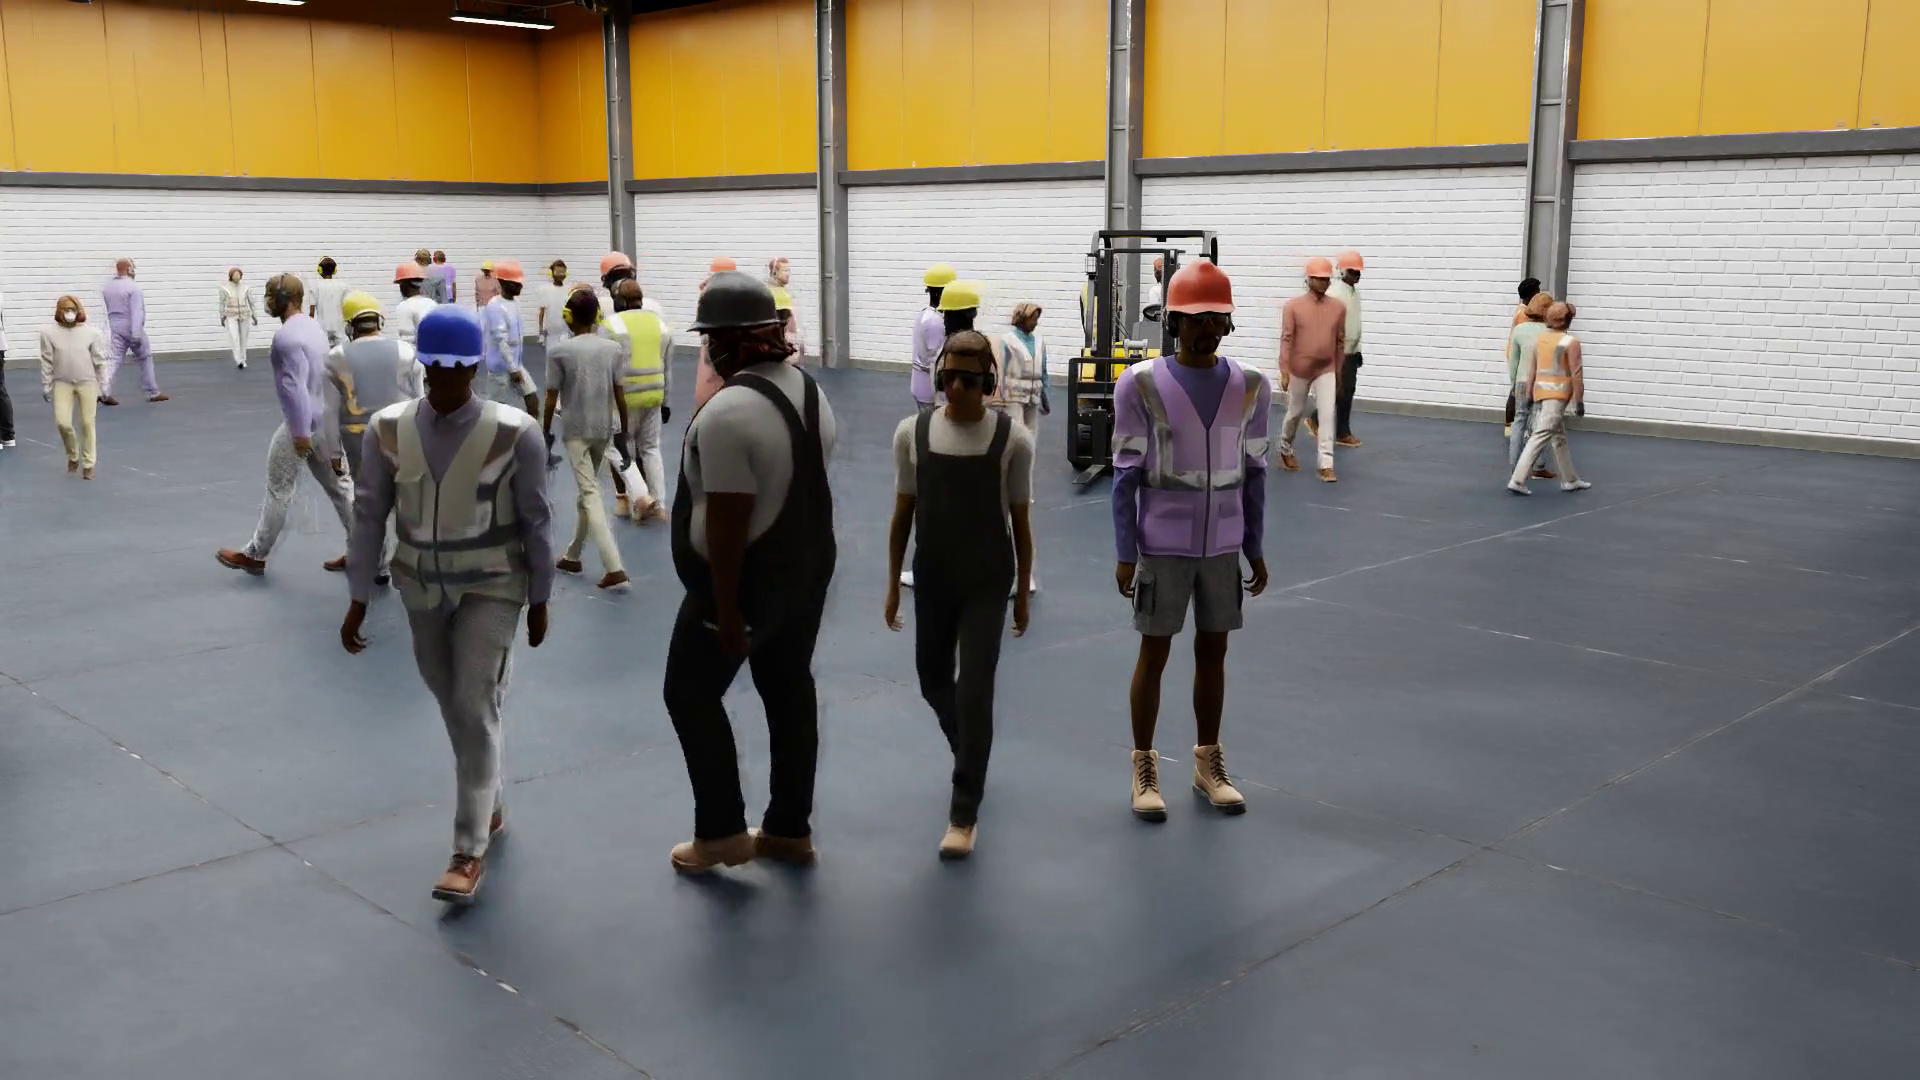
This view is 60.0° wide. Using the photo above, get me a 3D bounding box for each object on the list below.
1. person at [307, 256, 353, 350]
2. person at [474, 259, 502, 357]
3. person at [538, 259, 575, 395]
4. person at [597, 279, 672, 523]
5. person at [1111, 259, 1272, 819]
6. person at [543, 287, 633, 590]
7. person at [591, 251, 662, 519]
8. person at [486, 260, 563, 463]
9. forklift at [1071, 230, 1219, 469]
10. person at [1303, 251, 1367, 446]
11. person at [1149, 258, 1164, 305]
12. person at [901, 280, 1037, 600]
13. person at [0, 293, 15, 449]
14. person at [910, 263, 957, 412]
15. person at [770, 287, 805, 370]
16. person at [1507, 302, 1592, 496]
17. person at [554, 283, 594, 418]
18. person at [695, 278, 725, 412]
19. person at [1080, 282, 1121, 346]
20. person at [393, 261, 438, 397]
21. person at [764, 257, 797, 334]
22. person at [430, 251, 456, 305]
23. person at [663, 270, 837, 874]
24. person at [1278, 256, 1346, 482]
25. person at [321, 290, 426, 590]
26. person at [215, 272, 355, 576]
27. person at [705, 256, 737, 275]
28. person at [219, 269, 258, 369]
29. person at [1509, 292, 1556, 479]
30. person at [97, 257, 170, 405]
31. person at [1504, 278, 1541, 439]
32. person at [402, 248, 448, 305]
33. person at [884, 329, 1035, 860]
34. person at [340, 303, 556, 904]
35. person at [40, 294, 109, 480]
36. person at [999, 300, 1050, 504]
[{"bbox_3d":[-7.853,-2.599,20.773,0.532,1.873,0.315,-4,11,-21],"label":"person"},{"bbox_3d":[-8.195,-4.024,28.953,0.549,1.707,0.695,1,10,7],"label":"person"},{"bbox_3d":[-5.102,-2.634,21.070,0.522,1.843,0.833,-4,11,-22],"label":"person"},{"bbox_3d":[-2.377,-1.009,12.277,0.544,1.816,0.636,9,14,41],"label":"person"},{"bbox_3d":[0.855,0.007,6.100,0.608,2.044,0.371,-3,11,-14],"label":"person"},{"bbox_3d":[-2.294,-0.623,10.161,0.540,1.826,0.962,-9,14,-41],"label":"person"},{"bbox_3d":[-2.571,-1.176,12.656,0.614,2.002,0.667,-3,11,-16],"label":"person"},{"bbox_3d":[-4.050,-1.597,15.227,0.846,1.896,0.553,3,11,14],"label":"person"},{"bbox_3d":[1.804,-1.825,15.677,1.214,2.155,2.313,2,11,13],"label":"forklift"},{"bbox_3d":[3.863,-1.929,16.846,0.494,1.978,0.613,8,13,37],"label":"person"},{"bbox_3d":[2.328,-2.288,19.046,0.356,1.886,0.574,9,14,41],"label":"person"},{"bbox_3d":[0.059,-0.583,9.797,1.005,1.878,0.591,10,15,44],"label":"person"},{"bbox_3d":[-9.740,-1.860,16.628,0.372,1.915,0.596,0,10,1],"label":"person"},{"bbox_3d":[-0.172,-1.075,12.316,0.385,1.928,0.589,-1,10,-7],"label":"person"},{"bbox_3d":[-1.304,-0.921,11.913,0.526,1.769,0.328,-9,14,-41],"label":"person"},{"bbox_3d":[4.869,-1.156,13.673,0.878,1.593,0.524,-3,11,-18],"label":"person"},{"bbox_3d":[-4.314,-2.142,19.054,0.865,1.588,0.518,2,11,12],"label":"person"},{"bbox_3d":[-1.475,-0.646,10.088,0.544,1.886,0.688,-5,12,-27],"label":"person"},{"bbox_3d":[1.740,-2.497,20.304,0.429,1.844,0.627,-8,13,-36],"label":"person"},{"bbox_3d":[-4.951,-1.550,14.997,0.979,1.885,0.547,5,11,25],"label":"person"},{"bbox_3d":[-1.896,-2.160,18.343,0.814,1.876,0.680,2,11,12],"label":"person"},{"bbox_3d":[-9.611,-4.443,30.898,0.565,1.847,0.396,-9,14,-42],"label":"person"},{"bbox_3d":[-0.722,0.104,5.575,0.577,2.000,0.694,6,12,29],"label":"person"},{"bbox_3d":[3.099,-1.534,14.736,0.624,1.957,1.002,-1,10,-8],"label":"person"},{"bbox_3d":[-3.483,-0.584,9.950,0.605,1.809,0.433,-4,11,-23],"label":"person"},{"bbox_3d":[-4.214,-0.716,10.442,0.990,1.888,0.653,-1,10,-3],"label":"person"},{"bbox_3d":[-2.210,-1.719,15.797,0.377,1.938,0.547,-4,11,-21],"label":"person"},{"bbox_3d":[-11.558,-3.541,26.687,0.535,1.592,0.863,-8,13,-37],"label":"person"},{"bbox_3d":[5.067,-1.358,14.661,0.267,1.632,0.507,-7,12,-33],"label":"person"},{"bbox_3d":[-10.575,-2.639,21.054,0.648,1.861,0.992,4,11,21],"label":"person"},{"bbox_3d":[5.927,-1.914,17.548,0.321,1.690,0.530,4,11,19],"label":"person"},{"bbox_3d":[-7.806,-3.282,24.317,0.636,1.938,0.355,-2,11,-13],"label":"person"},{"bbox_3d":[0.008,0.148,5.964,0.539,1.815,0.825,2,11,12],"label":"person"},{"bbox_3d":[-1.682,0.199,5.408,0.623,1.903,0.916,1,10,8],"label":"person"},{"bbox_3d":[-7.713,-1.328,14.506,0.527,1.617,0.349,-5,11,-24],"label":"person"},{"bbox_3d":[0.440,-1.129,13.462,0.540,1.618,0.627,-10,14,-44],"label":"person"}]
